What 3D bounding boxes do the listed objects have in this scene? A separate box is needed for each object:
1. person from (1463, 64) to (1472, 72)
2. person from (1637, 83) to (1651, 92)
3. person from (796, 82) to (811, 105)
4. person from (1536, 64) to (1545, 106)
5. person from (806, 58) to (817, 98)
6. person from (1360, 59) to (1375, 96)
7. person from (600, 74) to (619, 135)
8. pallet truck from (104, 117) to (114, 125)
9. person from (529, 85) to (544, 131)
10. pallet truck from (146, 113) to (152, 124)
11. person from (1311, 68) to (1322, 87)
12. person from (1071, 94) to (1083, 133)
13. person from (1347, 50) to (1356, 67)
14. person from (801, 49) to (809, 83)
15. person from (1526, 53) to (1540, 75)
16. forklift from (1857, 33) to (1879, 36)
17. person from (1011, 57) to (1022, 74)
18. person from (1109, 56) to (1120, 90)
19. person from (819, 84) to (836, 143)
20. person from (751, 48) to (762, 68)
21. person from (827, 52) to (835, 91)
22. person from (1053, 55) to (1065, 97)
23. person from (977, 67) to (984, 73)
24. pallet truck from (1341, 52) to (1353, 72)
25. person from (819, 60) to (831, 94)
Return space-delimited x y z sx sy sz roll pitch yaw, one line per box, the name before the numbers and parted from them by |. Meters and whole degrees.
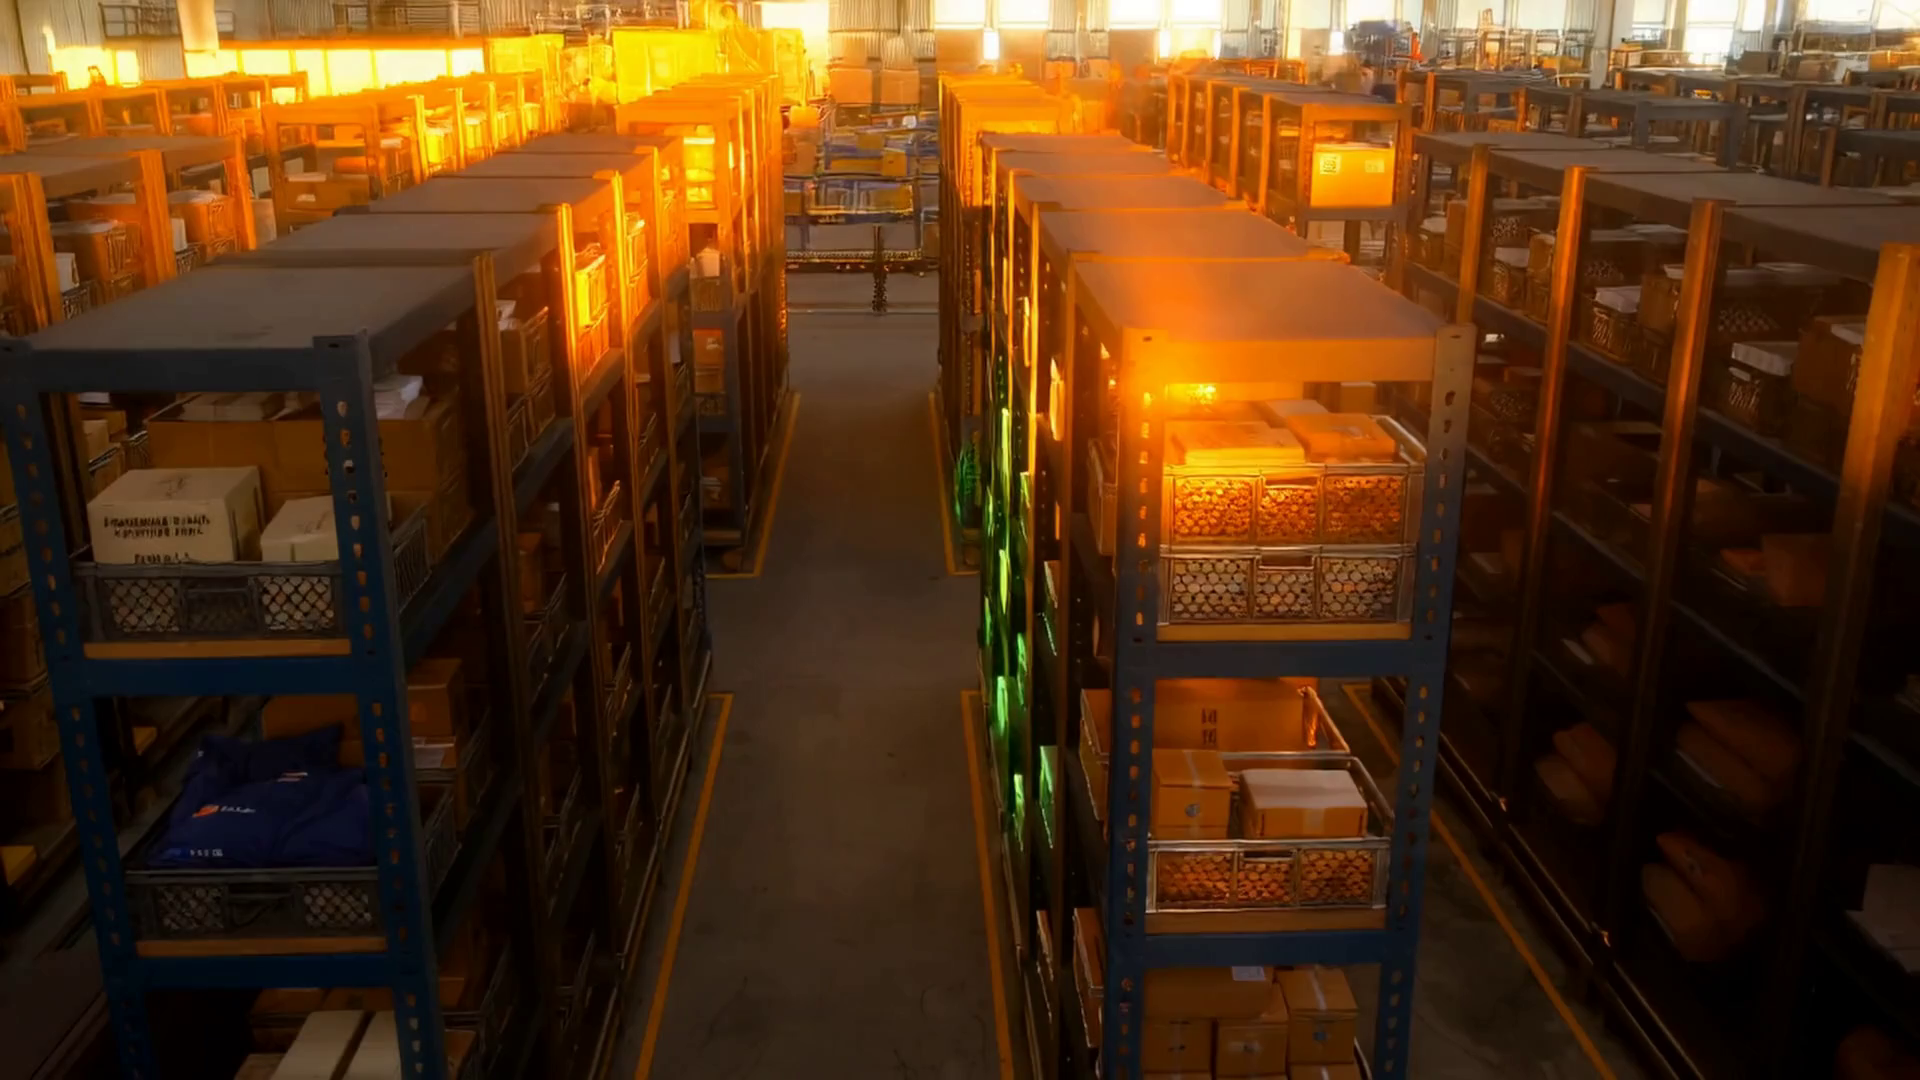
person | 26.452 -24.344 86.318 0.938 1.796 0.646 5 18 14
person | 24.994 -16.031 60.877 0.507 1.629 0.316 0 18 0
person | -4.858 -13.562 52.799 0.555 1.899 0.903 15 23 38
person | 24.118 -18.862 69.271 0.531 1.860 0.332 -9 20 -25
person | -6.879 -21.344 76.969 0.512 1.845 0.340 -4 18 -14
person | 17.537 -19.731 71.666 0.824 2.000 0.703 -3 18 -8
person | -11.789 -14.656 56.038 0.612 1.991 0.392 3 18 9
pallet truck | -18.367 -7.885 35.078 1.885 1.965 0.823 1 18 2
person | -14.063 -14.226 55.125 0.372 1.729 0.513 0 18 1
pallet truck | -18.087 -8.309 36.390 1.885 1.965 0.823 -1 18 -4
person | 13.441 -16.875 62.947 0.368 1.966 0.603 15 23 38
person | 3.533 -13.002 51.568 0.528 1.586 0.856 2 18 5
person | 20.633 -24.807 87.554 0.369 1.928 0.586 -13 22 -34
person | -8.535 -25.987 91.298 0.511 1.872 0.328 3 18 9
person | 28.988 -23.709 84.249 0.670 1.865 1.019 -6 19 -18
forklift | 46.104 -24.422 84.837 1.129 2.768 1.873 3 18 10
person | 2.638 -21.555 77.566 0.576 1.881 0.352 10 20 28
person | 7.294 -21.921 78.716 0.567 1.878 0.350 -6 19 -18
person | -4.225 -13.529 52.807 0.597 1.832 0.404 2 18 6
person | -11.217 -26.151 91.752 0.585 1.911 0.388 -7 19 -22
person | -6.593 -23.846 84.597 0.391 1.918 0.590 -11 21 -31
person | 4.671 -22.051 79.031 0.622 1.930 0.773 -13 22 -35
person | 0.855 -17.473 64.901 0.952 1.889 0.562 6 19 18
pallet truck | 18.794 -23.123 82.231 0.823 1.965 1.885 -13 22 -35
person | -5.904 -20.011 72.744 0.550 1.914 0.875 -5 18 -14
